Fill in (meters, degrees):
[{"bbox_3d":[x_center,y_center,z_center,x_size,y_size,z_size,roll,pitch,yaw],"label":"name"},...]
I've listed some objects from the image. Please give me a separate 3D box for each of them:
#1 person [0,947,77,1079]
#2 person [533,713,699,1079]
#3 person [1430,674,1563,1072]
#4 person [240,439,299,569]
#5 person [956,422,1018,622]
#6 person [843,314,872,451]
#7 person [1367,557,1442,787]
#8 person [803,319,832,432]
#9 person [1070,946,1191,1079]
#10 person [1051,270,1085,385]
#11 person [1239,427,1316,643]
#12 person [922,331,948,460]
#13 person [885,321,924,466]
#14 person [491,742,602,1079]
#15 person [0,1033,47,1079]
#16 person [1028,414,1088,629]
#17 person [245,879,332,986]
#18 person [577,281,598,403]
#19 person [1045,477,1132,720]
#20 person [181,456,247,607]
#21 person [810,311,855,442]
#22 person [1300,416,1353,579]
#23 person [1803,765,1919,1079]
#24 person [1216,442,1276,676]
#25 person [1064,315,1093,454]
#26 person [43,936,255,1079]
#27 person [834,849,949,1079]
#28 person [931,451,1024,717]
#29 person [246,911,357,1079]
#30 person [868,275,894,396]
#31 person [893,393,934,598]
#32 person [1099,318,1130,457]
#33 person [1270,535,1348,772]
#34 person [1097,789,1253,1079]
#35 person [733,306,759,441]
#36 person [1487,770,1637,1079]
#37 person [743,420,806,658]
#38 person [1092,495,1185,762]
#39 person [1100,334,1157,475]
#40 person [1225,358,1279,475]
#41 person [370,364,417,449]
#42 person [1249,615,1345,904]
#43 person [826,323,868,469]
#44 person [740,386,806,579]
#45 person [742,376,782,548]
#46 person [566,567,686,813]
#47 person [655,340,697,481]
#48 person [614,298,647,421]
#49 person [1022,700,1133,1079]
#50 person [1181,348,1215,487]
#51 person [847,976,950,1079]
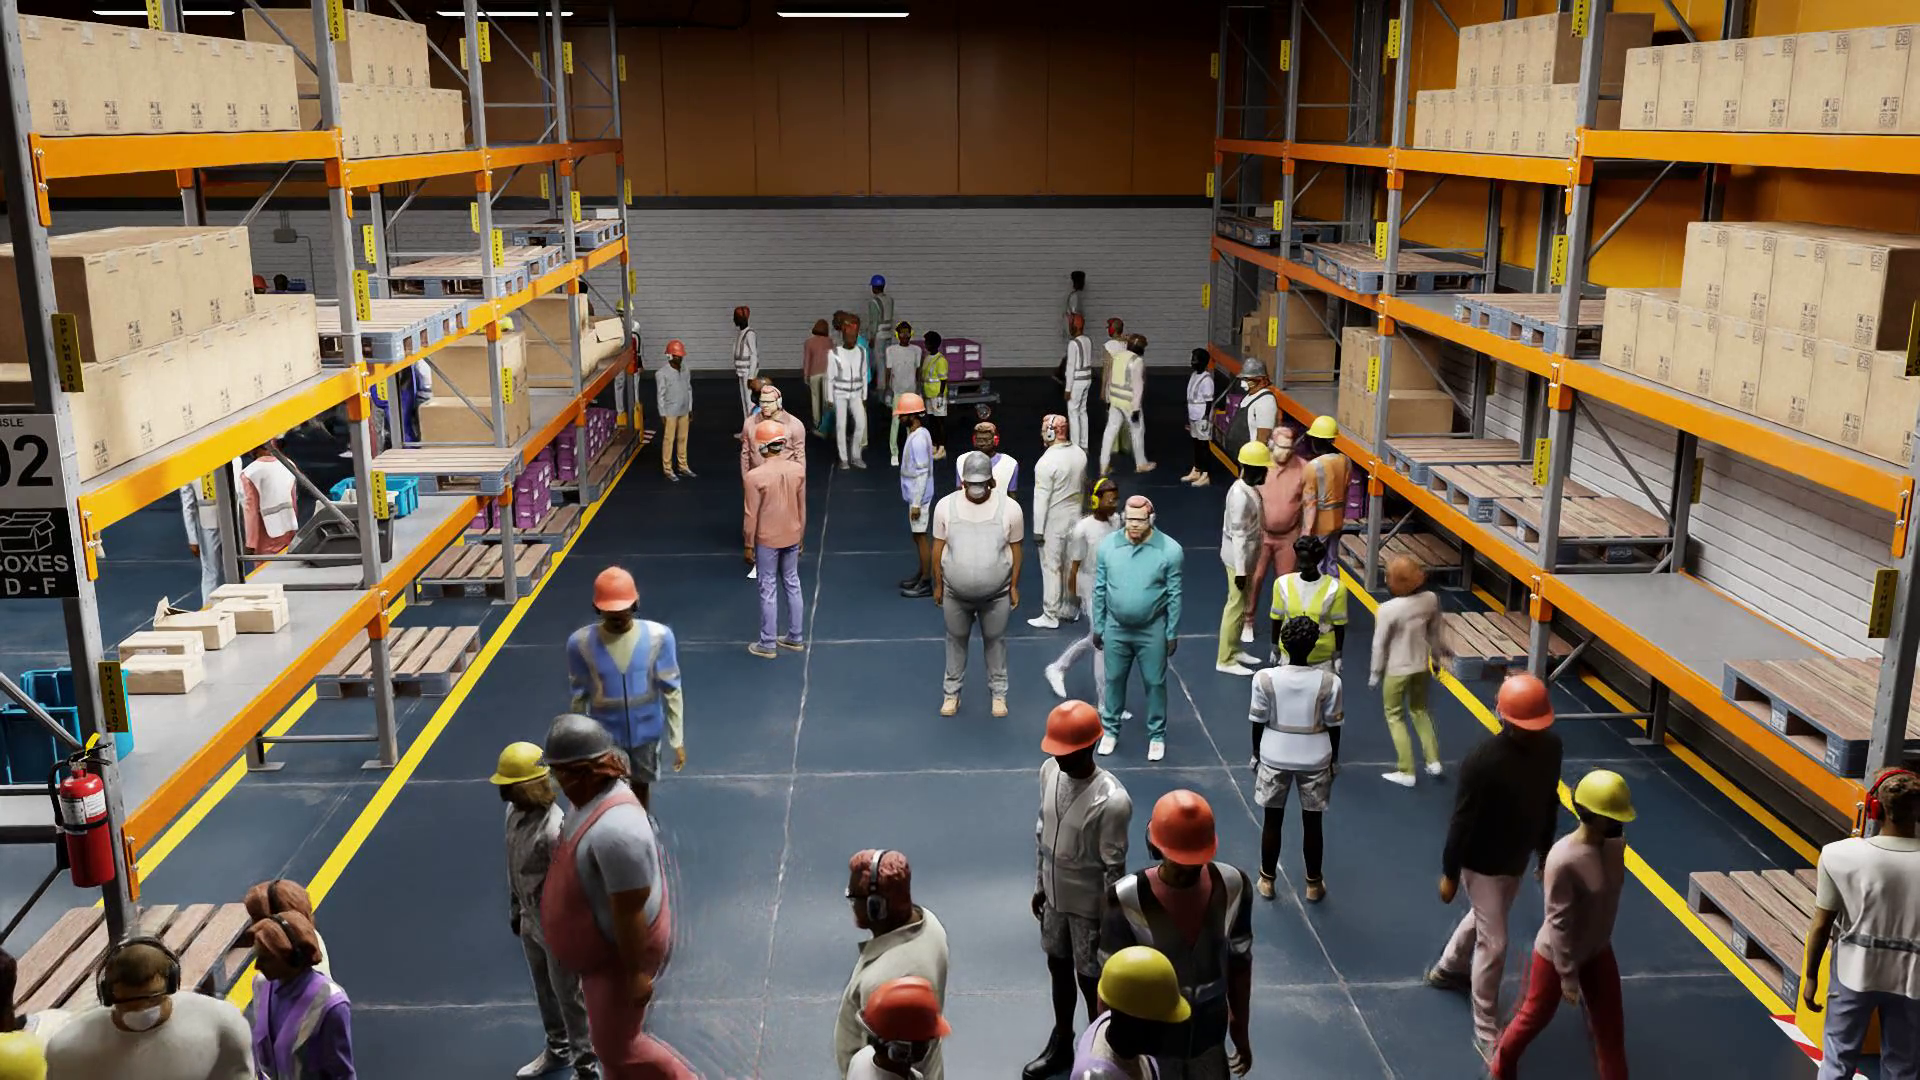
[{"bbox_3d":[-3.010,2.192,5.386,0.396,1.910,0.579,2,14,7],"label":"person"},{"bbox_3d":[-1.457,1.678,7.132,0.658,2.000,0.721,-5,15,-20],"label":"person"},{"bbox_3d":[2.563,1.498,8.075,0.687,1.954,0.812,-10,17,-33],"label":"person"},{"bbox_3d":[-5.856,-0.050,14.188,0.401,1.908,0.597,4,15,15],"label":"person"},{"bbox_3d":[0.229,-0.135,14.636,0.565,1.846,0.390,3,15,11],"label":"person"},{"bbox_3d":[-1.386,-2.125,22.451,0.373,1.843,0.571,-2,14,-10],"label":"person"},{"bbox_3d":[3.001,0.880,11.142,0.589,1.609,0.343,-7,16,-26],"label":"person"},{"bbox_3d":[-1.999,-2.358,23.884,0.533,1.582,0.878,-2,14,-7],"label":"person"},{"bbox_3d":[0.526,2.185,5.400,0.399,1.912,0.597,3,15,12],"label":"person"},{"bbox_3d":[1.878,-3.593,28.051,0.683,1.939,0.715,-1,14,-3],"label":"person"},{"bbox_3d":[2.693,-0.056,14.257,0.659,1.881,0.552,1,14,3],"label":"person"},{"bbox_3d":[-0.337,-1.909,21.906,0.319,1.692,0.533,-7,16,-26],"label":"person"},{"bbox_3d":[-0.718,-1.895,21.498,0.513,1.872,0.328,-5,15,-20],"label":"person"},{"bbox_3d":[-1.898,1.729,7.548,0.361,1.736,0.486,-12,19,-40],"label":"person"},{"bbox_3d":[-2.673,2.310,4.972,0.614,1.895,0.502,9,17,32],"label":"person"},{"bbox_3d":[0.844,-0.167,14.663,0.399,1.900,0.645,12,18,38],"label":"person"},{"bbox_3d":[-2.525,2.067,6.425,0.312,1.631,0.524,-4,15,-16],"label":"person"},{"bbox_3d":[-5.878,-3.102,26.140,0.392,1.920,0.592,-5,15,-19],"label":"person"},{"bbox_3d":[0.982,0.396,12.599,0.810,1.839,0.520,12,19,39],"label":"person"},{"bbox_3d":[-6.405,-0.091,14.350,0.405,1.909,0.597,9,17,31],"label":"person"},{"bbox_3d":[-1.709,-2.278,23.131,0.895,1.800,0.529,8,16,29],"label":"person"},{"bbox_3d":[3.127,-0.123,14.421,0.587,1.930,0.363,-12,19,-40],"label":"person"},{"bbox_3d":[3.811,1.840,6.909,0.560,1.836,0.395,4,15,16],"label":"person"},{"bbox_3d":[2.313,0.146,13.406,0.405,1.915,0.592,5,15,19],"label":"person"},{"bbox_3d":[1.561,-2.053,22.109,0.362,1.879,0.584,8,16,28],"label":"person"},{"bbox_3d":[-2.580,2.187,5.409,0.631,1.894,0.989,-7,16,-27],"label":"person"},{"bbox_3d":[-0.261,2.022,6.075,0.398,1.899,0.654,3,15,12],"label":"person"},{"bbox_3d":[0.124,0.332,12.416,0.689,2.000,0.539,1,14,4],"label":"person"},{"bbox_3d":[-2.410,2.129,6.182,0.528,1.631,0.315,9,17,31],"label":"person"},{"bbox_3d":[-1.290,-3.307,26.884,0.406,1.947,0.606,8,16,28],"label":"person"},{"bbox_3d":[-0.433,-0.421,15.583,0.377,1.932,0.552,0,14,-2],"label":"person"},{"bbox_3d":[2.093,-2.024,22.082,0.388,1.837,0.566,13,20,42],"label":"person"},{"bbox_3d":[2.370,0.777,11.380,0.538,1.686,0.319,7,16,24],"label":"person"},{"bbox_3d":[0.827,1.891,6.326,0.612,2.030,0.403,-4,15,-14],"label":"person"},{"bbox_3d":[-2.968,-2.308,23.089,0.337,1.882,0.585,-6,15,-22],"label":"person"},{"bbox_3d":[2.731,1.809,7.258,0.529,1.716,0.873,-8,16,-29],"label":"person"},{"bbox_3d":[-1.553,-0.013,13.881,0.615,1.987,0.407,-14,20,-43],"label":"person"},{"bbox_3d":[1.226,0.613,11.609,0.644,1.898,0.398,5,15,17],"label":"person"},{"bbox_3d":[2.139,-1.710,20.937,0.895,1.777,0.742,-9,17,-33],"label":"person"},{"bbox_3d":[3.005,-0.889,17.211,0.537,2.000,0.683,-1,14,-5],"label":"person"},{"bbox_3d":[-6.982,-1.731,20.513,0.535,2.000,0.684,-3,15,-11],"label":"person"},{"bbox_3d":[1.908,1.253,9.483,0.532,1.697,0.320,3,15,13],"label":"person"},{"bbox_3d":[-1.428,-1.811,21.182,0.643,1.868,0.497,-7,16,-25],"label":"person"},{"bbox_3d":[-1.824,-0.549,16.140,0.651,1.907,0.409,3,15,11],"label":"person"},{"bbox_3d":[-2.023,-0.773,17.152,0.429,1.844,0.627,-7,16,-26],"label":"person"},{"bbox_3d":[-1.894,1.110,9.470,0.622,1.987,1.043,-4,15,-15],"label":"person"},{"bbox_3d":[-3.511,-1.613,20.646,0.351,1.743,0.568,10,17,34],"label":"person"},{"bbox_3d":[-4.923,-2.652,24.542,0.591,1.834,0.404,5,15,19],"label":"person"},{"bbox_3d":[0.518,1.630,7.557,0.389,1.925,0.550,-11,18,-36],"label":"person"},{"bbox_3d":[2.928,-1.501,20.293,0.322,1.697,0.535,-3,15,-12],"label":"person"},{"bbox_3d":[-0.192,2.246,5.476,0.327,1.750,0.561,-5,15,-17],"label":"person"}]
